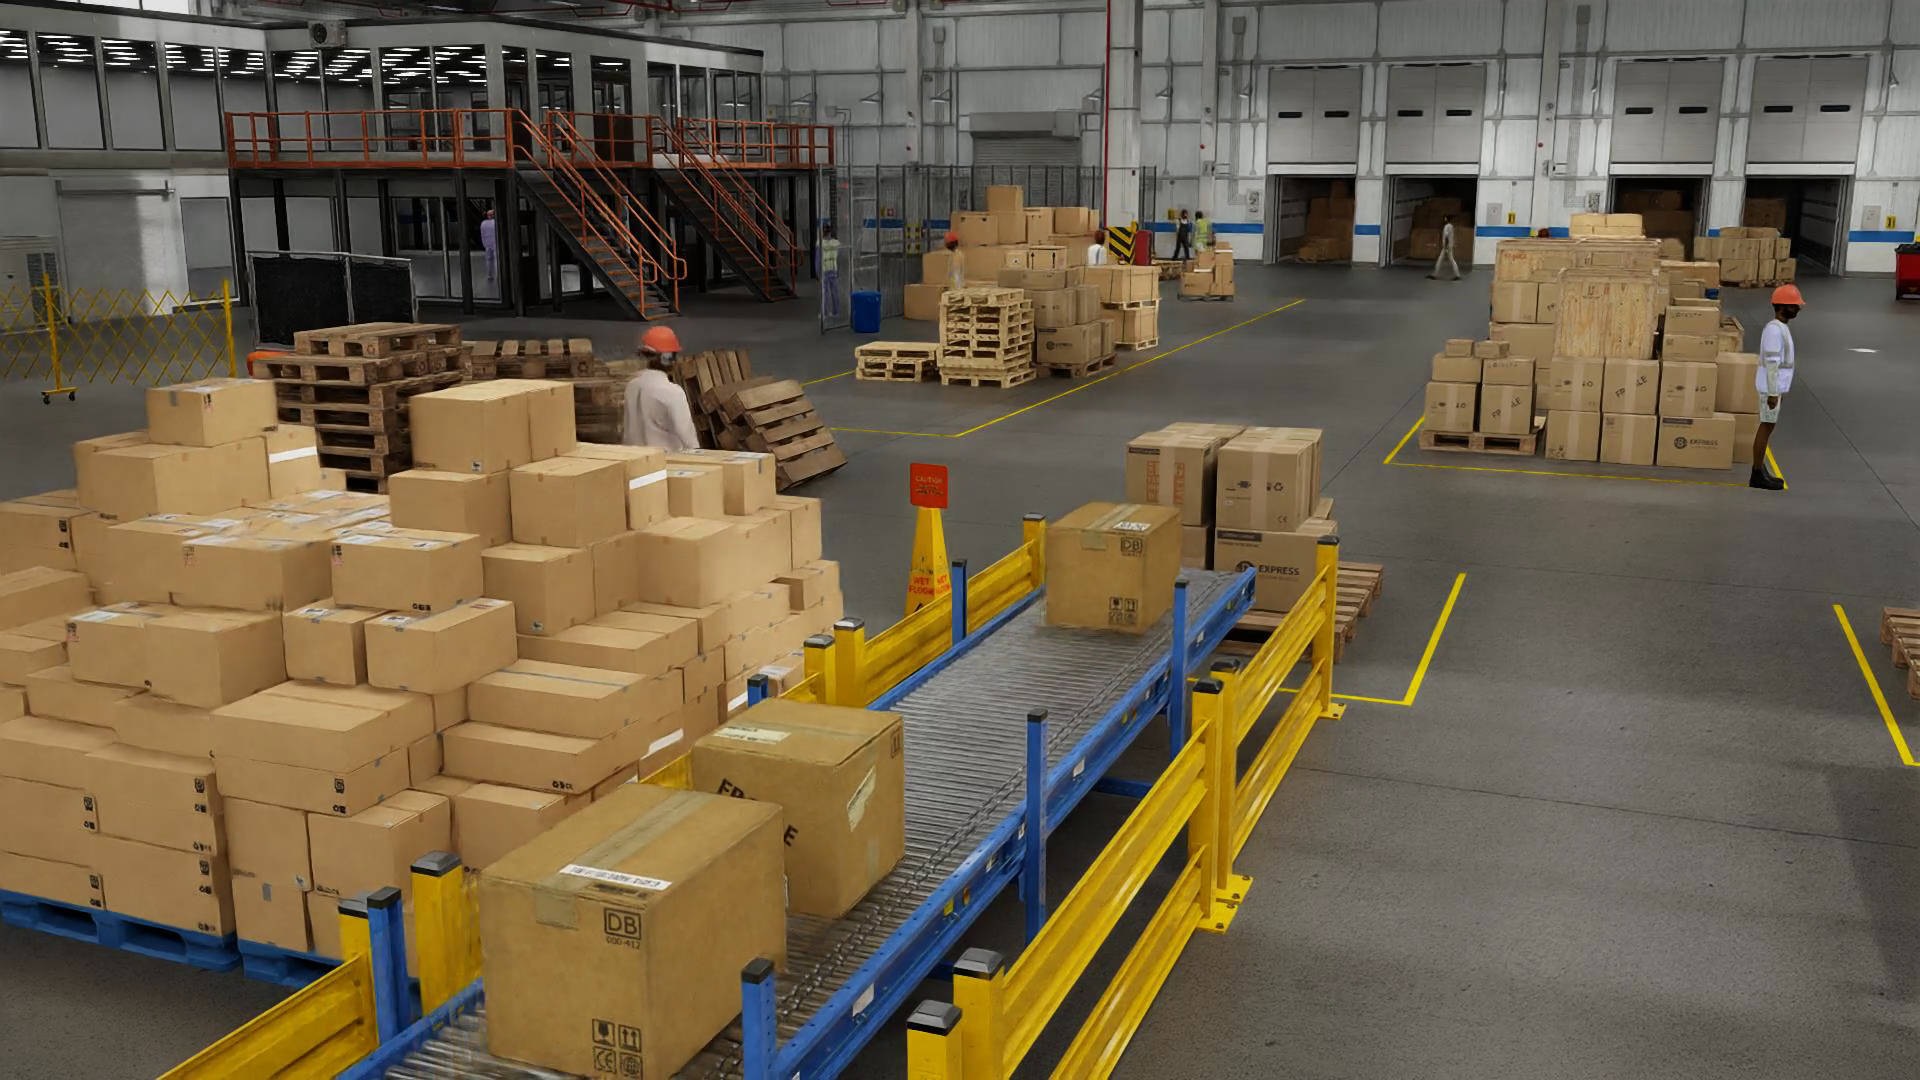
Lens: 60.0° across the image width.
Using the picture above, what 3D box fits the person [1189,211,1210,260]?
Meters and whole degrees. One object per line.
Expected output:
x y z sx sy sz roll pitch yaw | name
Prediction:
7.061 -8.792 49.100 0.630 1.791 0.978 -10 16 -37 | person

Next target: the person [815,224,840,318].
-2.702 -5.497 34.052 0.597 1.910 0.386 -9 16 -36 | person

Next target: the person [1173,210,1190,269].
6.797 -9.167 50.790 0.523 1.793 0.987 -5 13 -20 | person

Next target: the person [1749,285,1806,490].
7.773 -1.455 15.843 0.358 1.938 0.542 7 14 28 | person

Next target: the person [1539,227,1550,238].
11.772 -5.408 33.757 0.793 1.862 0.582 -9 15 -34 | person

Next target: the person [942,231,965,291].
-0.119 -4.554 29.781 0.403 1.919 0.576 -1 13 -3 | person

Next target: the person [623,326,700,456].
-1.963 -0.482 11.450 0.932 1.954 0.633 -11 16 -40 | person

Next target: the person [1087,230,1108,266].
2.752 -5.032 32.090 0.924 1.843 0.611 -8 15 -32 | person

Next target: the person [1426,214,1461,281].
13.310 -7.995 45.472 0.997 1.815 0.539 11 17 41 | person
